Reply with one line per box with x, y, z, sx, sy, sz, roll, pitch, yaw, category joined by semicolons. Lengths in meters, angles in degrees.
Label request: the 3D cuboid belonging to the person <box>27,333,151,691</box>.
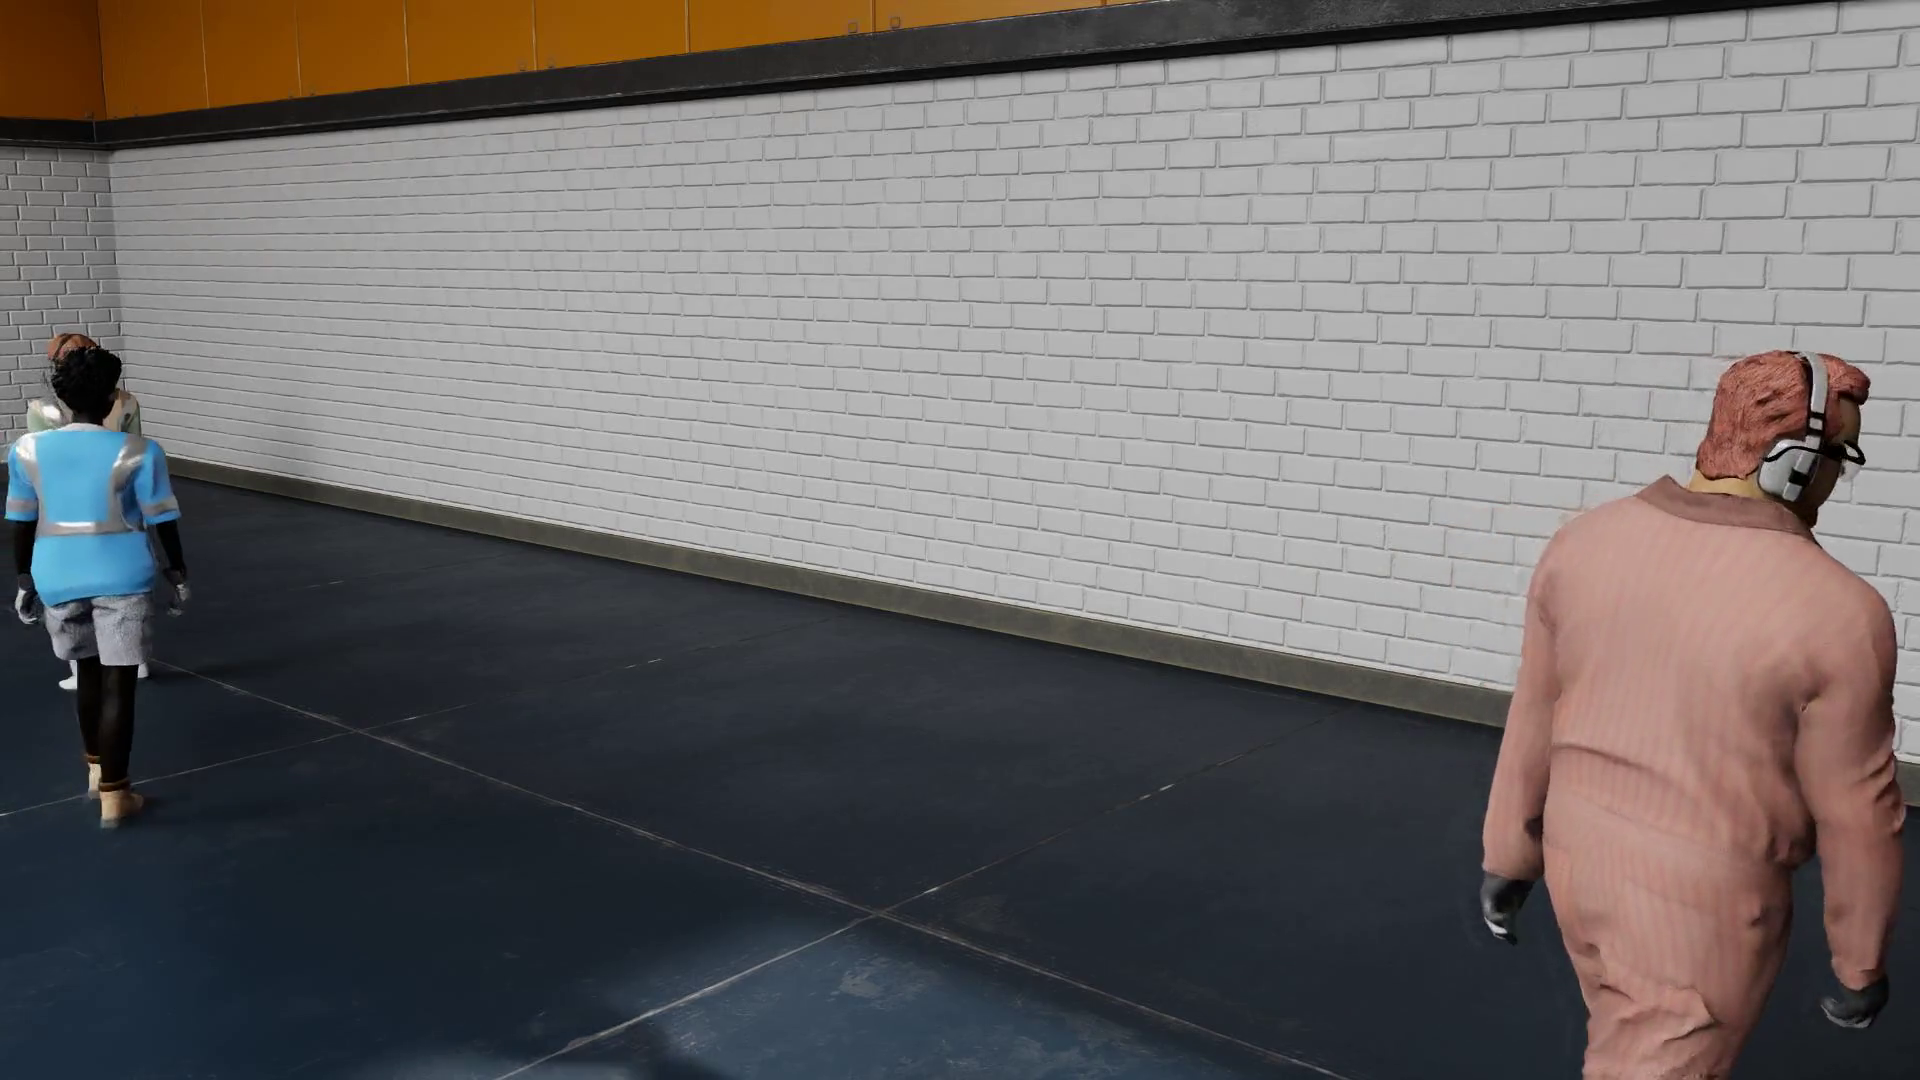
-3.970;-0.124;7.617;0.307;1.644;0.514;7;12;35;person

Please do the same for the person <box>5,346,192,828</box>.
-3.029;0.149;5.937;0.557;1.672;0.611;-1;10;-5;person

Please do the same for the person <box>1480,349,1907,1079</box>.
1.298;0.606;2.850;0.972;1.856;0.673;-4;11;-24;person
